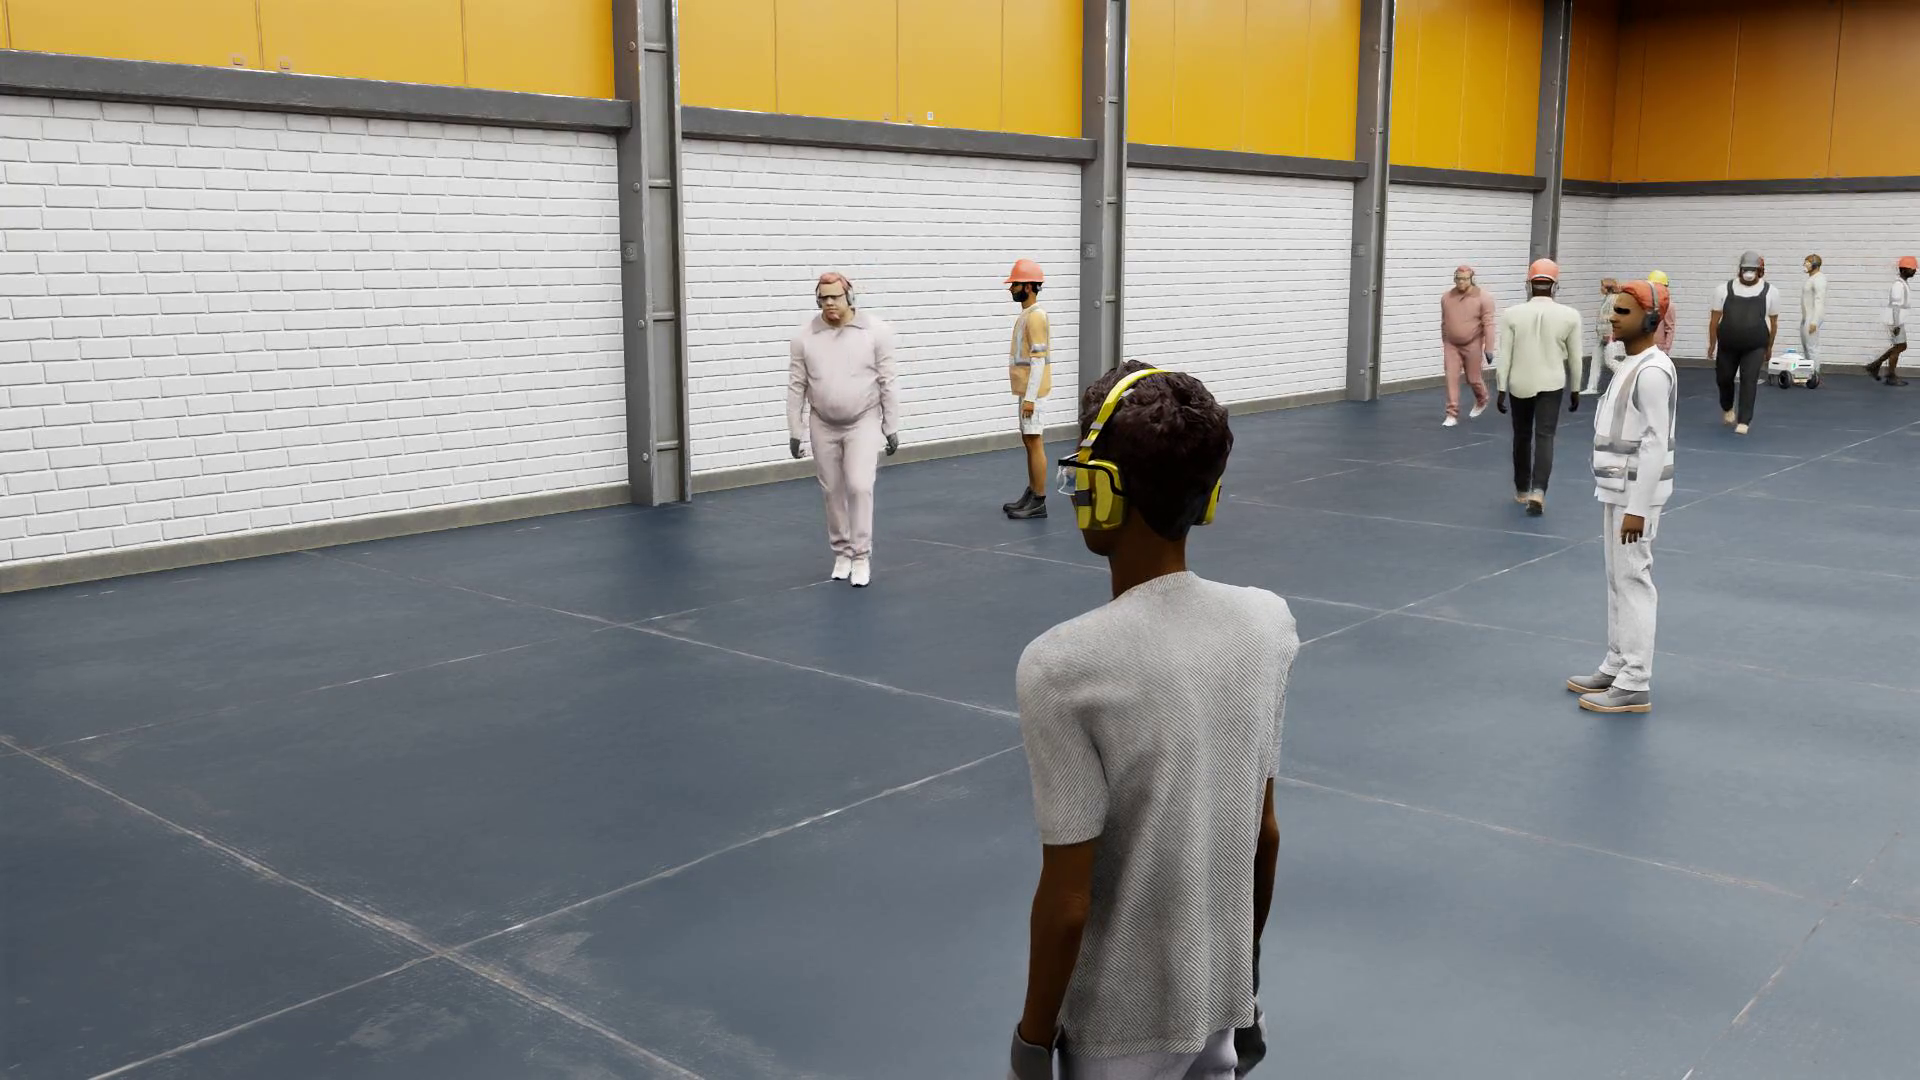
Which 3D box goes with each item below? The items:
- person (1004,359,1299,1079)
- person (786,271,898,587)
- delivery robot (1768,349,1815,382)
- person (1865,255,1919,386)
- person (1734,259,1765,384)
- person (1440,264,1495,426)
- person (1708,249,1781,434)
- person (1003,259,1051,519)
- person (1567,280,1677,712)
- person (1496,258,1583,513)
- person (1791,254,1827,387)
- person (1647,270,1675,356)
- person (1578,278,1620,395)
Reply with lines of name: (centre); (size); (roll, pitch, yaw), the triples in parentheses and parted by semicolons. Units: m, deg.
person: (0.250, 0.688, 2.380); (0.515, 1.861, 0.328); (-9, 13, -41)
person: (-0.731, -0.654, 9.961); (0.663, 1.878, 0.740); (2, 10, 9)
delivery robot: (12.051, -2.524, 24.114); (0.477, 0.478, 0.707); (-1, 10, -4)
person: (13.779, -3.224, 24.498); (0.557, 1.916, 0.595); (6, 12, 30)
person: (11.863, -3.282, 24.923); (0.355, 1.882, 0.575); (-1, 10, -5)
person: (5.853, -2.239, 19.103); (0.653, 1.858, 0.857); (7, 12, 37)
person: (8.667, -2.218, 18.407); (0.689, 2.000, 0.829); (6, 11, 29)
person: (0.502, -1.125, 12.473); (0.361, 1.939, 0.543); (0, 10, -2)
person: (2.927, -0.187, 7.294); (0.347, 1.883, 0.584); (2, 10, 12)
person: (4.486, -1.199, 12.882); (0.636, 1.952, 1.016); (3, 11, 18)
person: (12.448, -3.206, 24.324); (0.352, 1.937, 0.635); (3, 10, 16)
person: (7.845, -2.160, 18.850); (0.308, 1.772, 0.526); (-4, 11, -22)
person: (8.930, -2.786, 22.827); (0.687, 1.618, 0.516); (0, 10, 2)
